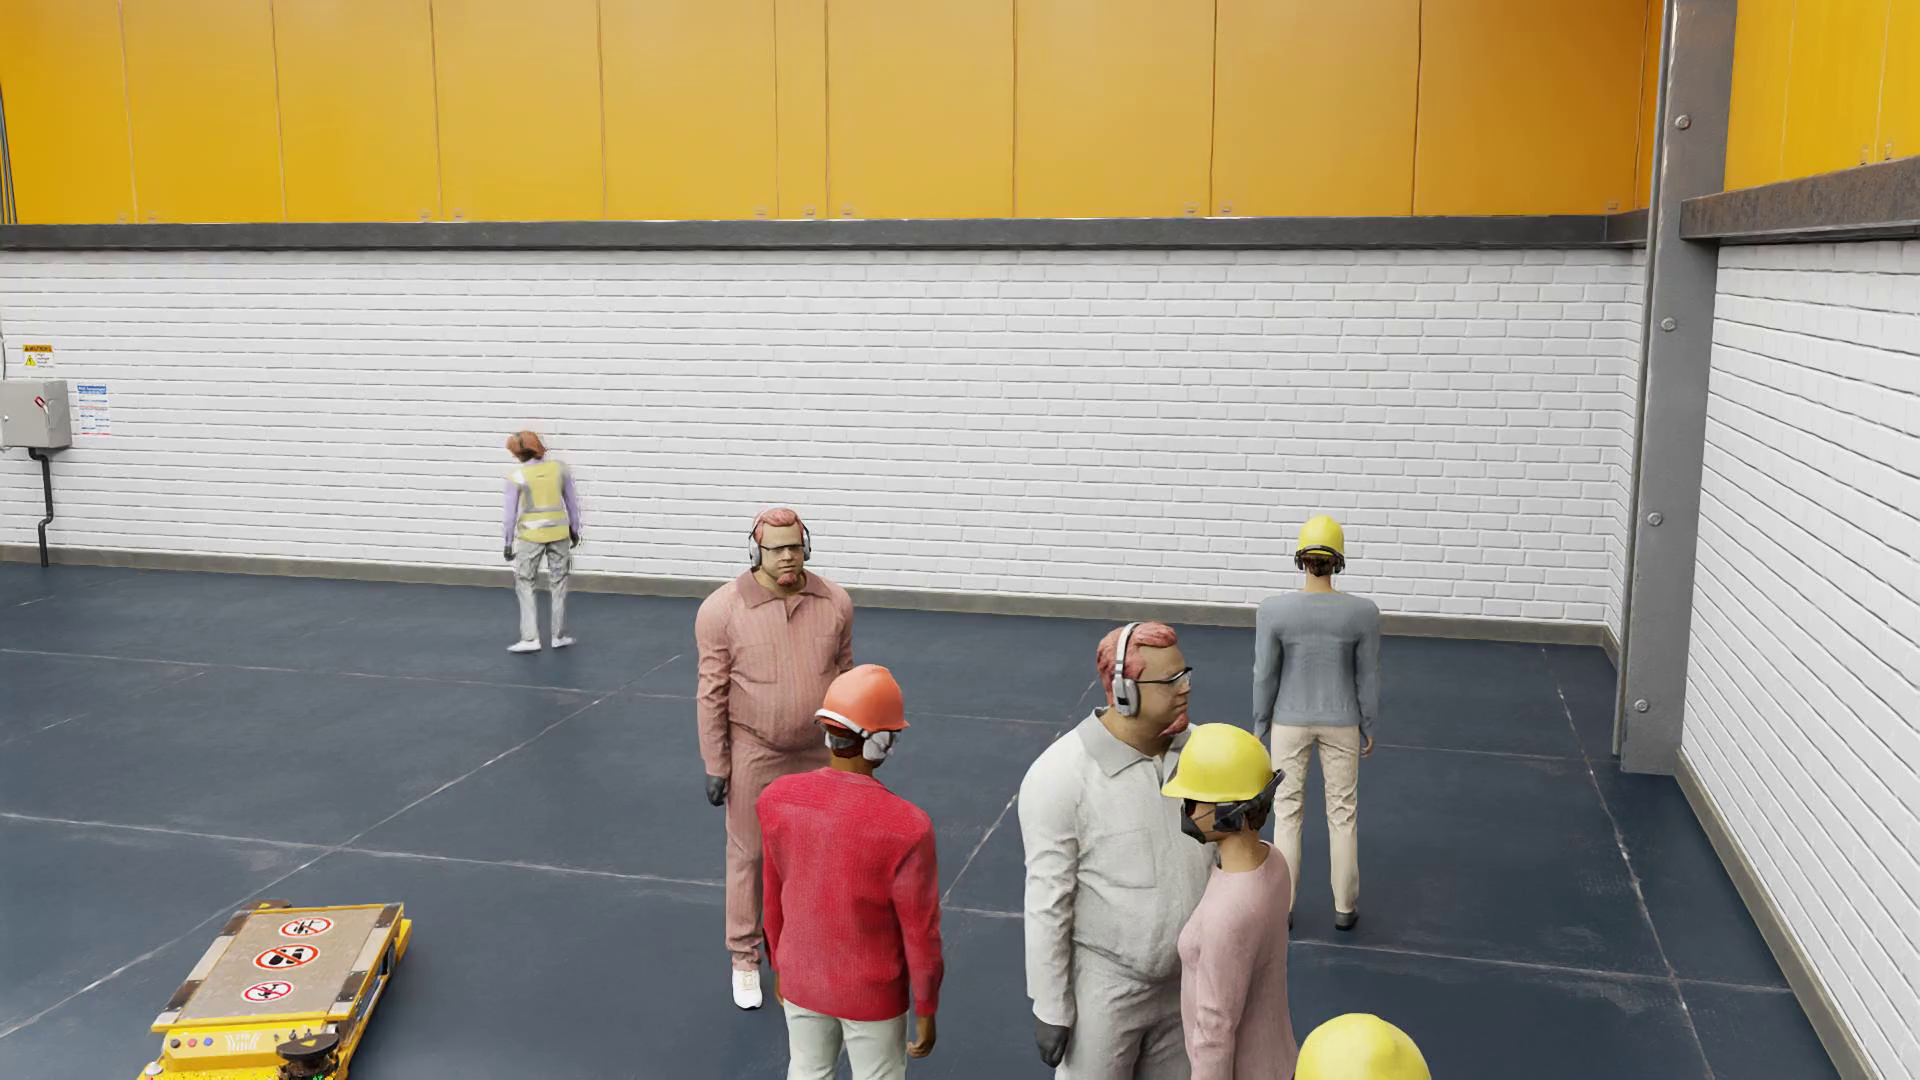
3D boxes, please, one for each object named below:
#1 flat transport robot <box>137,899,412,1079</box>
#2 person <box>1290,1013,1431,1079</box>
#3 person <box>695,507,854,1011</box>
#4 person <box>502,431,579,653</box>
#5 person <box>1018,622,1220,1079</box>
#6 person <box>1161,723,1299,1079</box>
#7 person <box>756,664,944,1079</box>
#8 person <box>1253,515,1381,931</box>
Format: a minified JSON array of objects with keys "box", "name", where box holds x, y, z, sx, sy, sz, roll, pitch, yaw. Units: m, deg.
[{"box":[-2.499,1.667,6.161,0.652,0.197,1.431,-1,10,-8],"name":"flat transport robot"},{"box":[0.582,1.541,2.537,0.518,1.756,0.345,-1,10,-5],"name":"person"},{"box":[-0.674,0.818,6.353,0.651,1.907,0.409,-5,11,-27],"name":"person"},{"box":[-3.017,0.016,11.958,0.607,1.612,0.354,-6,12,-33],"name":"person"},{"box":[0.465,1.152,4.367,0.651,1.912,0.410,-7,12,-34],"name":"person"},{"box":[0.634,1.296,3.970,0.340,1.760,0.525,4,10,21],"name":"person"},{"box":[-0.287,1.199,4.603,0.573,1.739,0.352,5,11,28],"name":"person"},{"box":[1.495,0.773,7.029,0.528,1.767,0.329,1,10,6],"name":"person"}]
